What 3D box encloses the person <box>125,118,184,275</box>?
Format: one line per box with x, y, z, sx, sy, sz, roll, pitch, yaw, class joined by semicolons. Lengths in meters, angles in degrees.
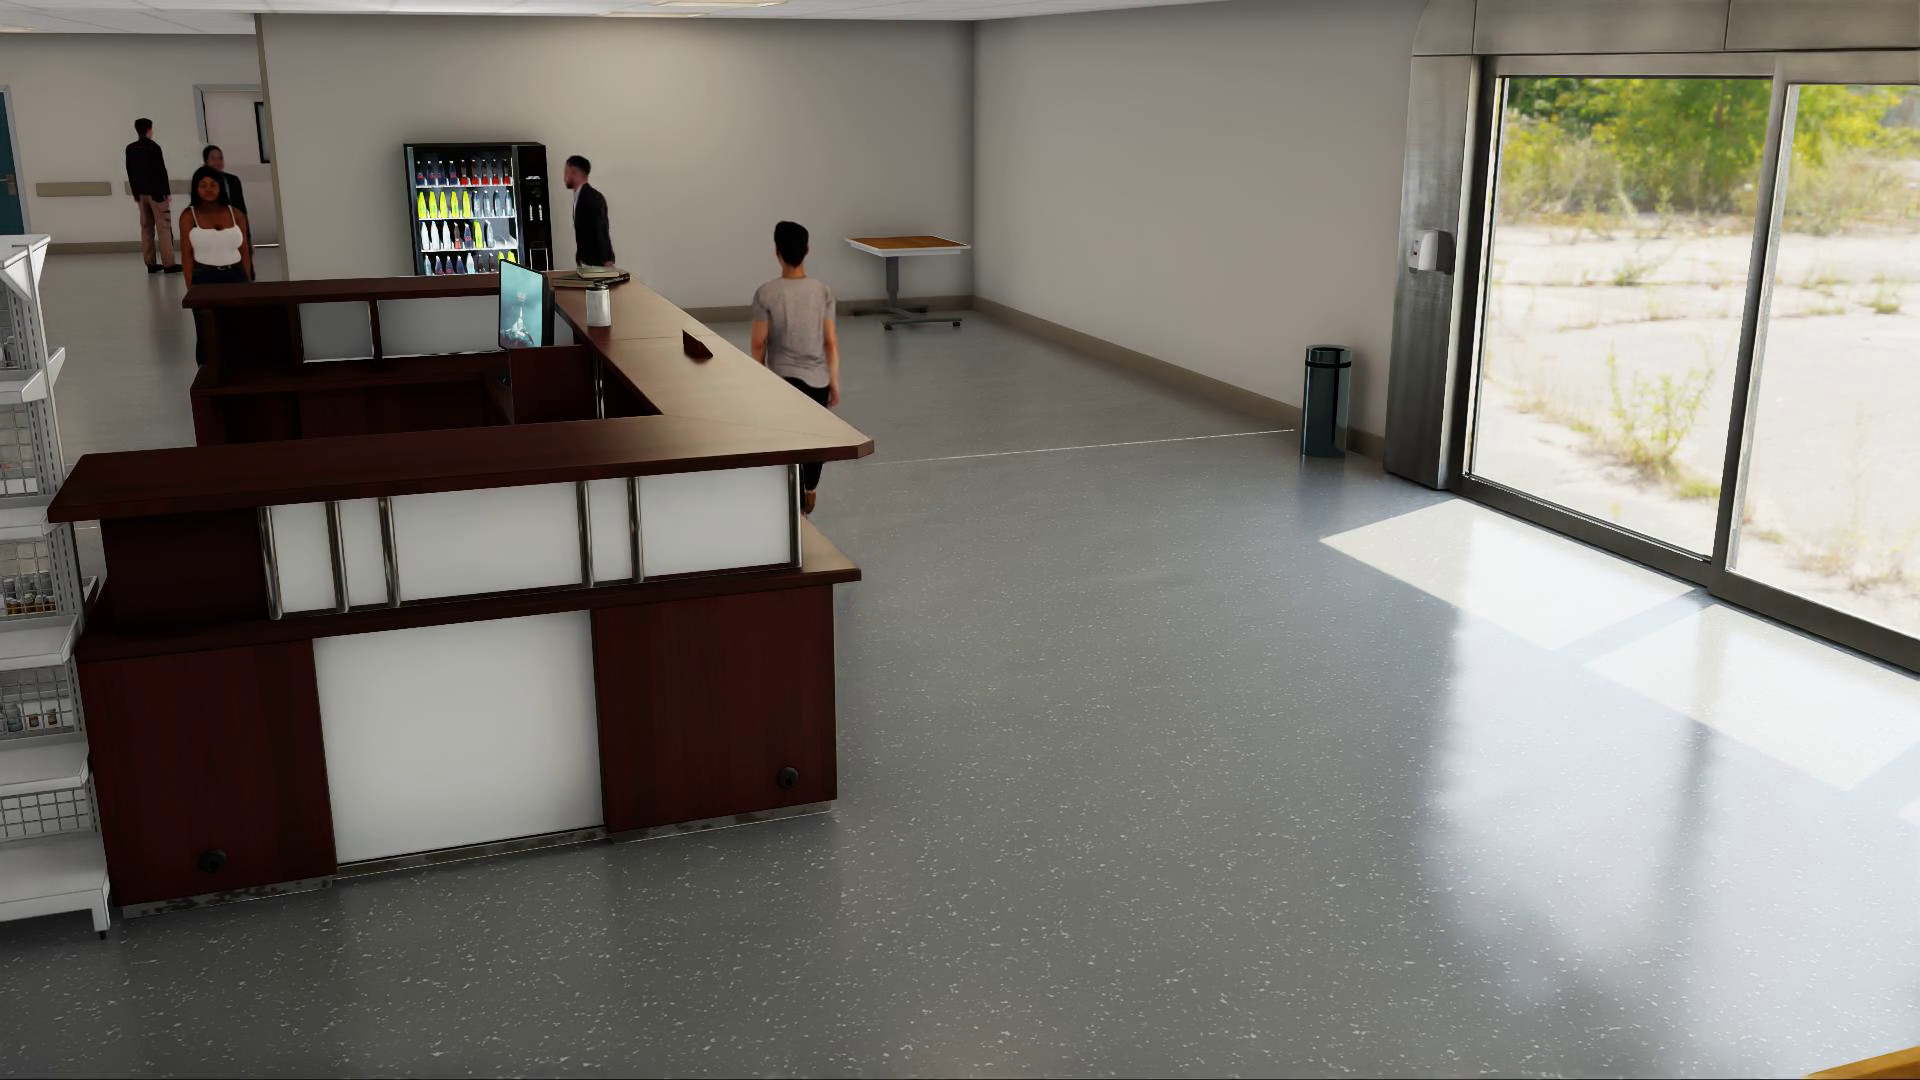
-10.241;-4.360;21.074;0.742;1.922;0.854;3;16;12;person

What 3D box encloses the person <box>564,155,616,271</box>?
-2.974;-2.272;13.902;0.641;1.796;0.691;-9;18;-29;person

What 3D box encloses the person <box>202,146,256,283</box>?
-6.865;-2.740;15.515;0.855;1.821;0.831;15;22;43;person

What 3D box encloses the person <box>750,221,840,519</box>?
-0.872;-0.833;8.983;0.948;1.694;0.710;-5;16;-17;person

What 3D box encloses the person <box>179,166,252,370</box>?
-5.619;-1.916;12.615;0.621;1.807;0.764;-11;19;-33;person
